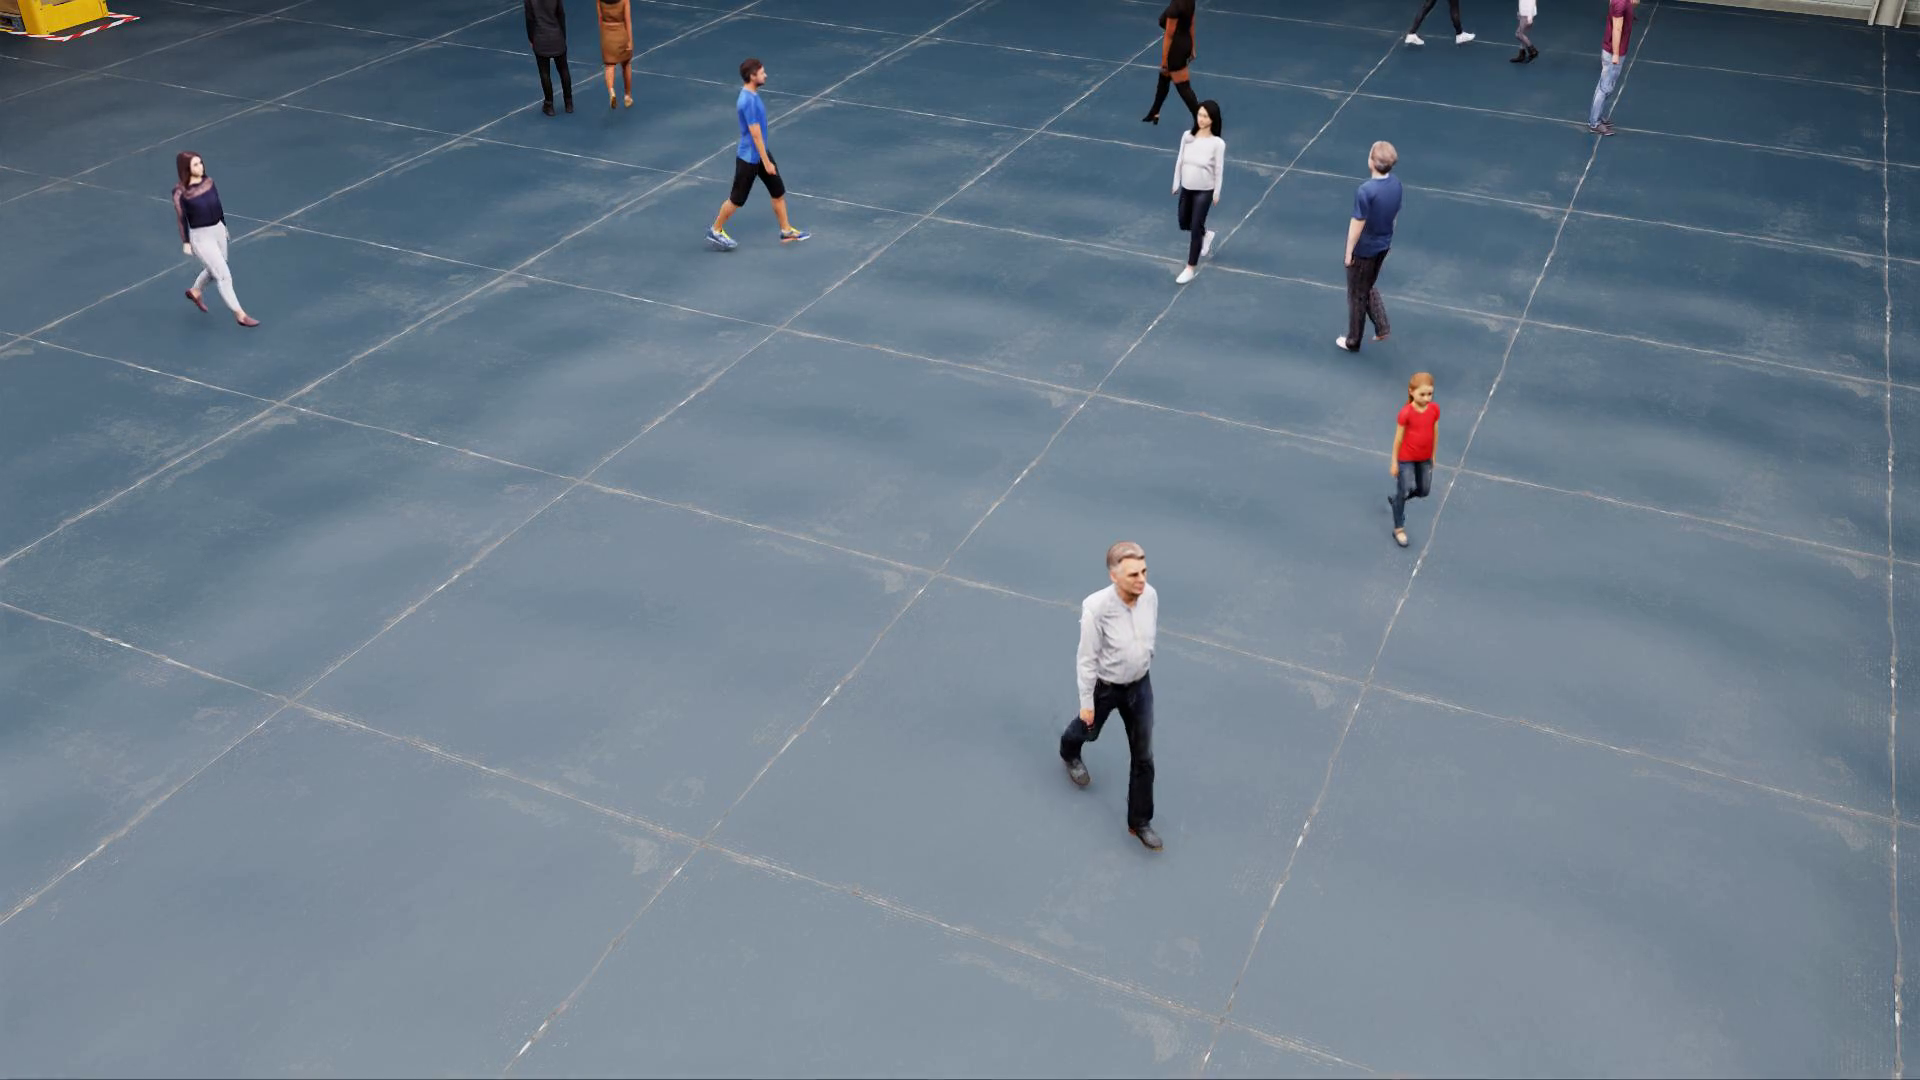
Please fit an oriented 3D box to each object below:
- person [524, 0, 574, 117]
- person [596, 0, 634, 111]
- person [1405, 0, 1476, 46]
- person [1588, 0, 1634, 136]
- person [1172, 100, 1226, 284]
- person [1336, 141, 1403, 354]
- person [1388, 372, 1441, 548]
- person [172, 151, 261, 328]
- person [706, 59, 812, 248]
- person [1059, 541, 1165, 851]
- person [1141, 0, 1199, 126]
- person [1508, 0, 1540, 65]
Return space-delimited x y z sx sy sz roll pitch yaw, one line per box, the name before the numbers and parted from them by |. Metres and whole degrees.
person | -4.845 -5.908 19.588 0.725 1.778 0.783 -12 34 -18
person | -4.073 -5.844 19.595 0.994 1.662 0.902 0 32 0
person | 6.293 -7.340 21.947 1.253 1.684 1.055 -4 32 -7
person | 7.510 -5.635 19.083 0.595 1.855 0.684 10 33 15
person | 2.256 -3.275 15.500 0.940 1.687 0.830 23 39 32
person | 3.510 -2.415 13.970 0.823 1.864 0.866 -19 37 -28
person | 3.141 -0.602 11.628 0.681 1.296 0.728 -7 33 -11
person | -6.634 -2.628 14.571 1.032 1.583 0.642 11 34 16
person | -2.080 -3.657 15.975 1.314 1.825 0.966 1 32 1
person | 0.795 0.750 9.032 1.128 1.780 1.269 -16 36 -23
person | 2.535 -5.448 18.835 1.232 1.803 0.796 21 38 30
person | 7.377 -6.769 21.430 0.634 1.268 0.556 4 33 7
